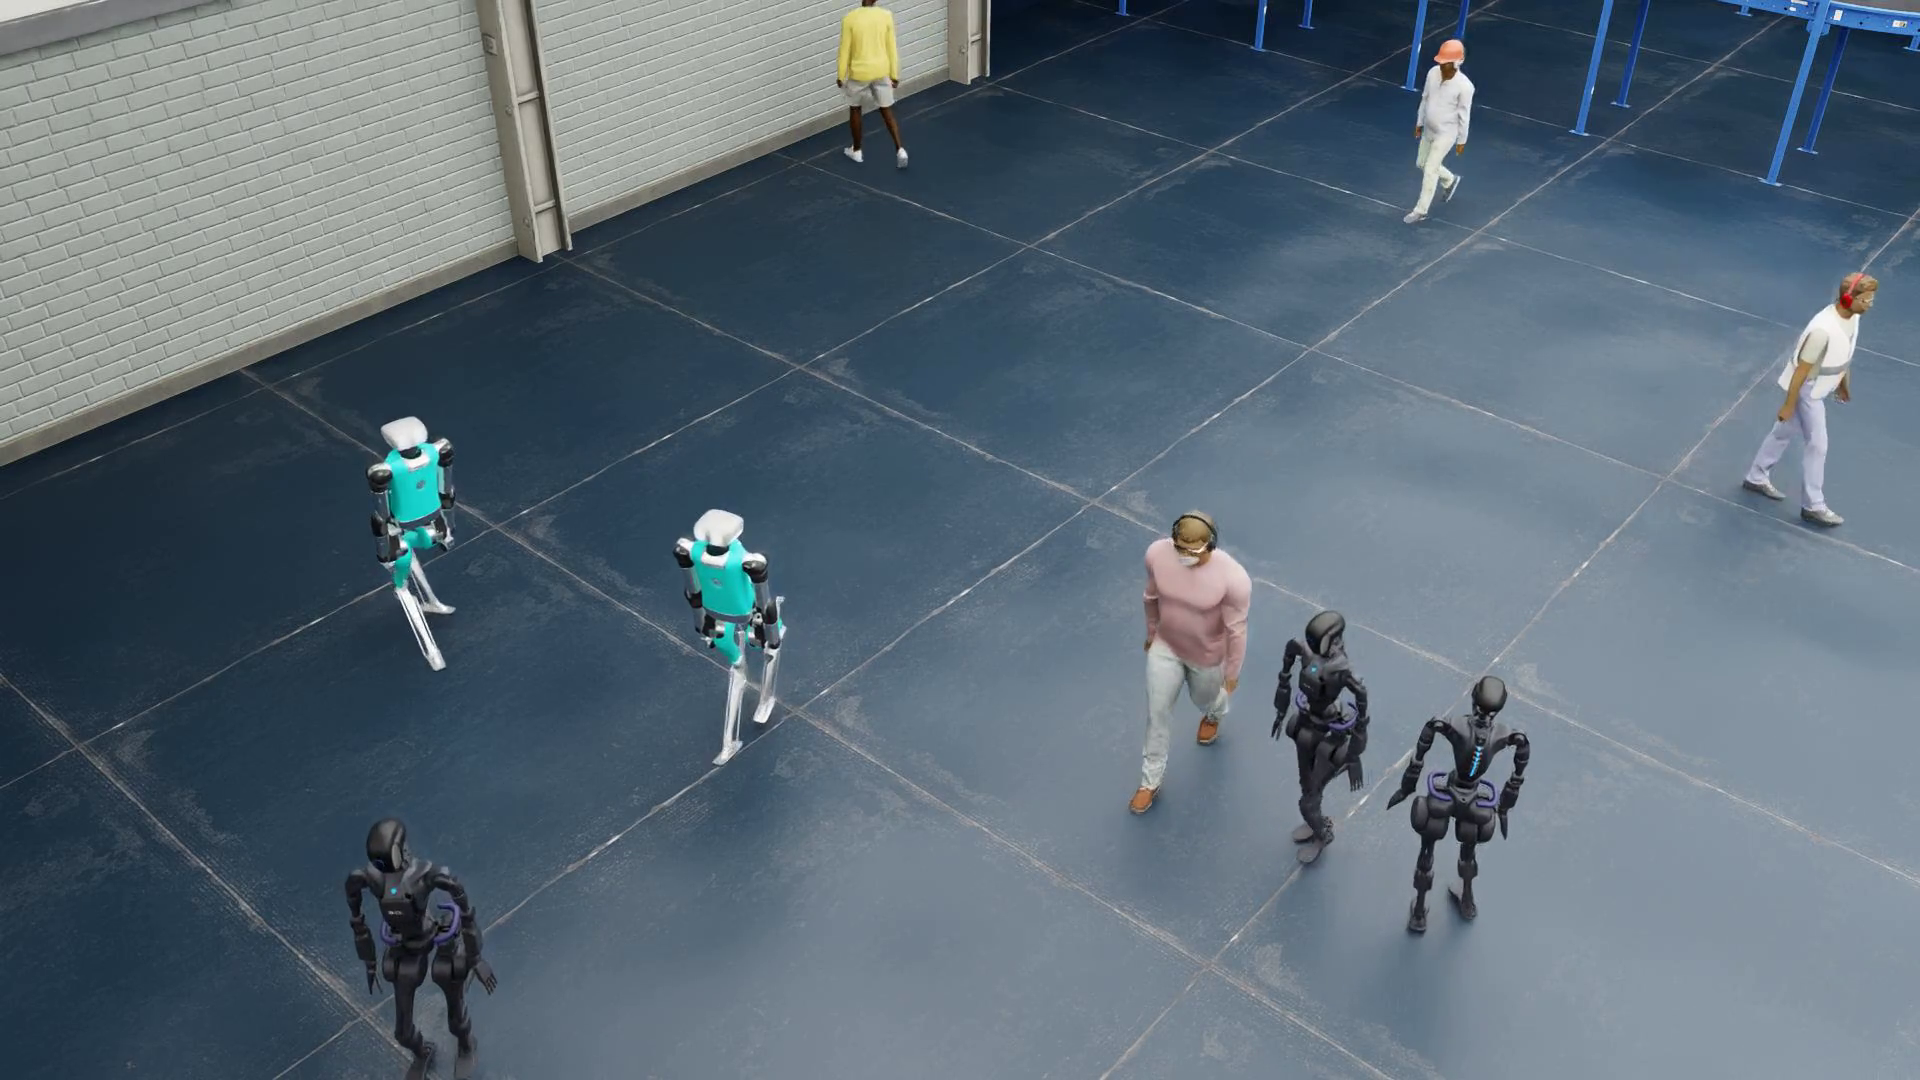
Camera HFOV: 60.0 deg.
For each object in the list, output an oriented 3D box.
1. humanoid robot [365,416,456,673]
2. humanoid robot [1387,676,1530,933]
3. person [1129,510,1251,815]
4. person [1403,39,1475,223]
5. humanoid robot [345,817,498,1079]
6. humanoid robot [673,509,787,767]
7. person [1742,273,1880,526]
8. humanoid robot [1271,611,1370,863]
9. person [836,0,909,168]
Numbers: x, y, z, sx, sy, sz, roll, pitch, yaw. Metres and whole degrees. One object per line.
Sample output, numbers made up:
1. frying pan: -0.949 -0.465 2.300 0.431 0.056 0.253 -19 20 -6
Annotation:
1. humanoid robot: -3.429 -0.071 10.236 0.538 1.763 0.881 -29 45 -34
2. humanoid robot: 2.471 1.302 8.344 0.599 1.654 0.402 7 36 10
3. person: 1.301 0.567 9.199 0.643 1.902 0.928 19 40 24
4. person: 4.517 -3.837 15.507 0.644 1.727 0.566 -16 38 -21
5. humanoid robot: -2.417 1.880 7.536 0.608 1.653 0.313 -1 35 -1
6. humanoid robot: -1.203 0.443 9.519 0.530 1.778 0.838 10 37 14
7. person: 5.988 -0.969 11.410 0.840 1.811 0.598 28 44 33
8. humanoid robot: 1.911 1.007 8.765 0.406 1.639 0.612 -27 44 -33
9. person: -0.892 -4.582 16.449 0.619 1.867 0.809 -12 37 -17
